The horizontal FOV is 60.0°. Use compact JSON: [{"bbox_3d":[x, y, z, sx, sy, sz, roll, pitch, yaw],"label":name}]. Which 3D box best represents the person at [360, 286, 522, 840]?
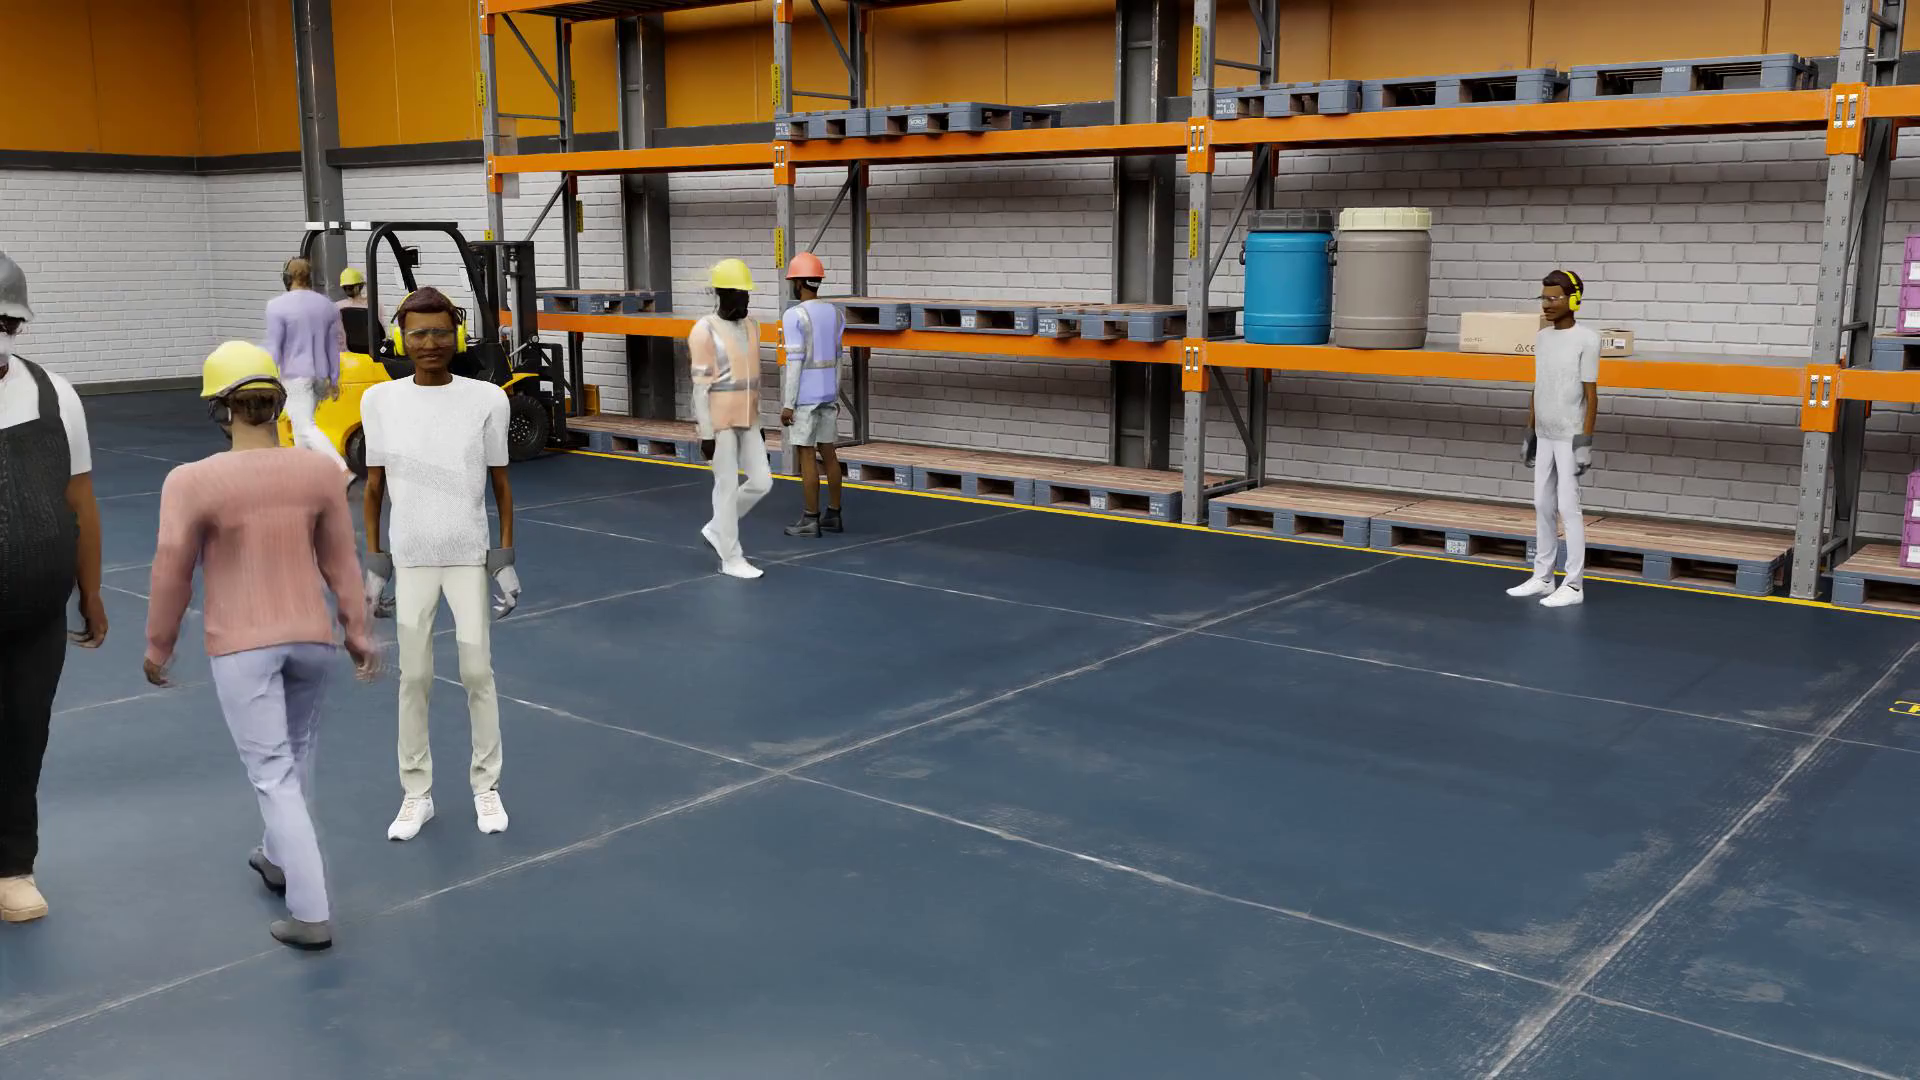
[{"bbox_3d":[-1.759,0.087,5.641,0.520,1.866,0.326,-2,10,-12],"label":"person"}]

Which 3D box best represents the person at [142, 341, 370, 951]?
[{"bbox_3d":[-2.087,0.294,4.870,0.846,1.729,0.550,8,13,37],"label":"person"}]

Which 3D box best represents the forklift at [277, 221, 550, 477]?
[{"bbox_3d":[-4.922,-1.741,14.854,1.214,2.155,2.313,8,13,38],"label":"forklift"}]

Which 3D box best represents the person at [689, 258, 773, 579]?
[{"bbox_3d":[-1.371,-0.718,9.949,0.446,1.913,0.616,6,12,31],"label":"person"}]

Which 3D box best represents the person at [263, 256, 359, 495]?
[{"bbox_3d":[-5.086,-1.268,13.038,0.940,1.908,0.629,5,11,25],"label":"person"}]

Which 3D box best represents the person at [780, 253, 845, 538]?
[{"bbox_3d":[-1.033,-0.984,11.369,0.374,1.935,0.552,7,13,36],"label":"person"}]

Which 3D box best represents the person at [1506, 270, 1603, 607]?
[{"bbox_3d":[3.328,-0.563,9.257,0.325,1.862,0.514,-4,11,-20],"label":"person"}]

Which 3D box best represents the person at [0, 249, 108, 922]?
[{"bbox_3d":[-2.823,0.141,4.851,0.542,2.000,0.697,7,12,33],"label":"person"}]

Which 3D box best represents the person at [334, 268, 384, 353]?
[{"bbox_3d":[-6.064,-1.880,16.861,0.545,1.748,0.482,1,10,5],"label":"person"}]
